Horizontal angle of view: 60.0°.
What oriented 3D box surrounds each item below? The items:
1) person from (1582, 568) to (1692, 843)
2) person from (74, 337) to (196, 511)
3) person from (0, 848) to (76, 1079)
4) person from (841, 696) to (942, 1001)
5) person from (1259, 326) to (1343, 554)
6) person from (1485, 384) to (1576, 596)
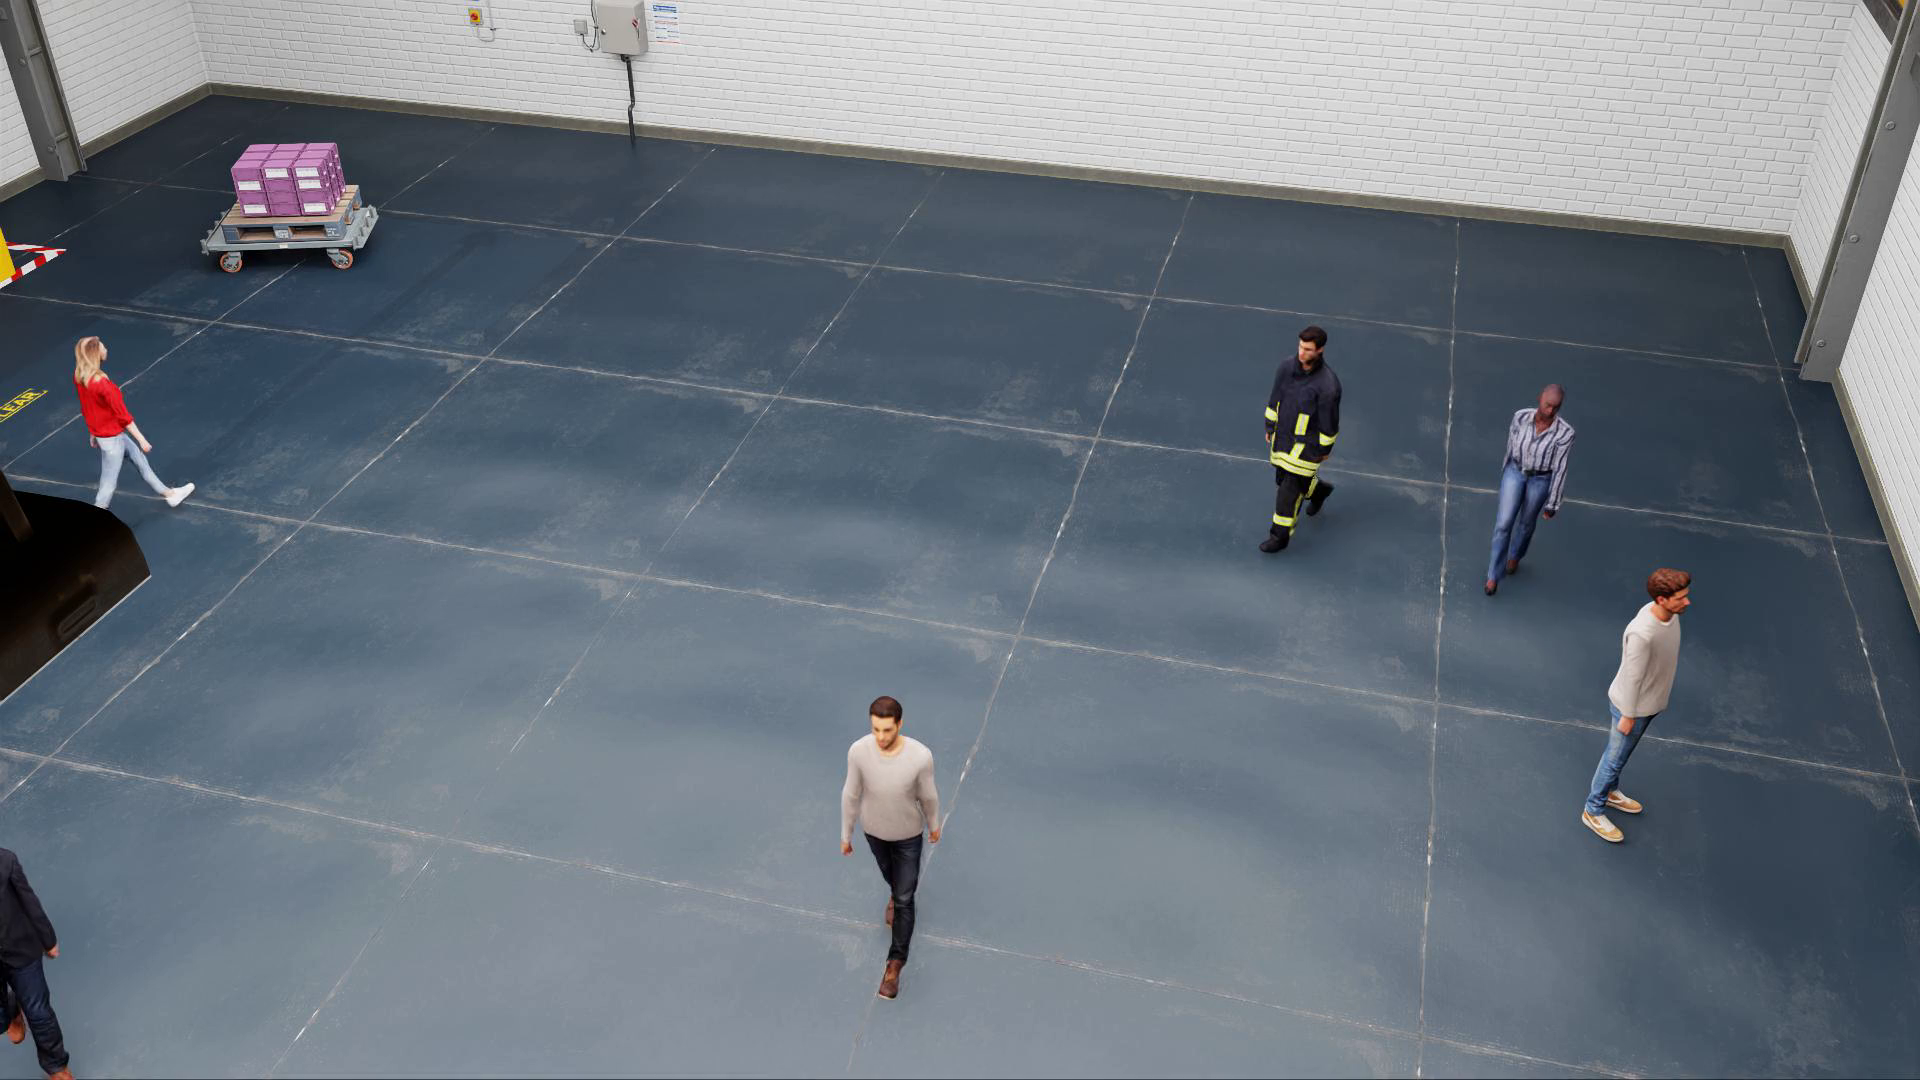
[{"bbox_3d":[4.124,0.965,10.141,0.799,1.905,0.663,24,40,31],"label":"person"},{"bbox_3d":[-6.668,-0.742,12.939,0.940,1.651,1.225,23,40,31],"label":"person"},{"bbox_3d":[-4.960,2.097,8.543,1.033,1.791,1.071,-21,39,-29],"label":"person"},{"bbox_3d":[-0.367,1.563,9.326,0.728,1.811,1.184,6,34,9],"label":"person"},{"bbox_3d":[2.677,-0.824,12.836,1.246,1.902,1.163,-21,39,-29],"label":"person"},{"bbox_3d":[4.243,-0.442,12.397,0.788,1.751,0.987,20,39,28],"label":"person"}]
